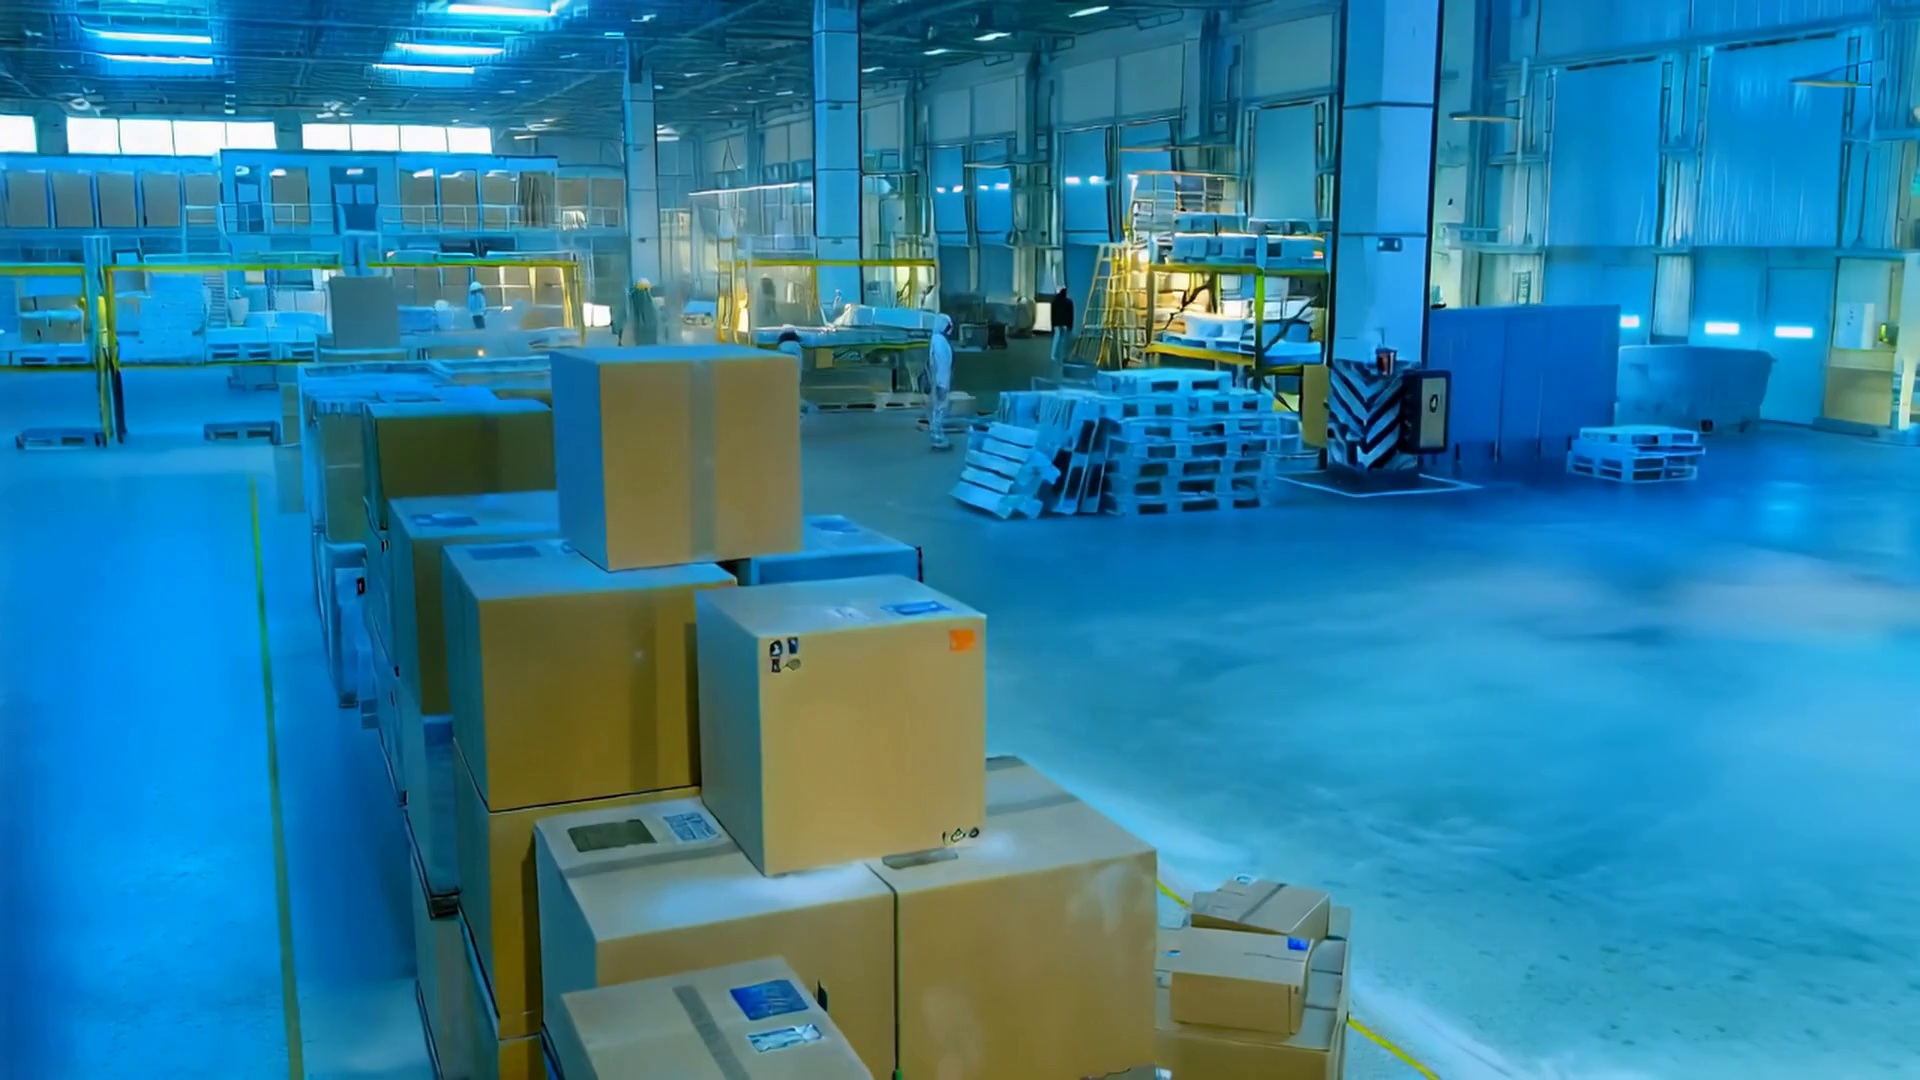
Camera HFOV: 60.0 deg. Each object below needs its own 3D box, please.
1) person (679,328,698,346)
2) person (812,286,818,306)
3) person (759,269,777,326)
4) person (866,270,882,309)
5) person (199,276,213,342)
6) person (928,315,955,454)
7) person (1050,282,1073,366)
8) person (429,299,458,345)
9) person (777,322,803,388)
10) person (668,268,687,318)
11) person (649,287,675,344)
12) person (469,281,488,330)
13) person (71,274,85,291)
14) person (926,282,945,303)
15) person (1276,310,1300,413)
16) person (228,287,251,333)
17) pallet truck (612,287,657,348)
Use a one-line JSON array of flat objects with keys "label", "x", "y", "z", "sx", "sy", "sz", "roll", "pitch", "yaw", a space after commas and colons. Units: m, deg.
[{"label": "person", "x": -3.479, "y": -1.809, "z": 21.514, "sx": 0.346, "sy": 1.846, "sz": 0.506, "roll": 2, "pitch": 10, "yaw": 8}, {"label": "person", "x": -3.981, "y": -6.468, "z": 47.462, "sx": 0.542, "sy": 1.755, "sz": 0.416, "roll": -5, "pitch": 12, "yaw": -27}, {"label": "person", "x": -6.604, "y": -8.268, "z": 56.746, "sx": 0.465, "sy": 1.970, "sz": 0.621, "roll": -7, "pitch": 13, "yaw": -35}, {"label": "person", "x": -2.987, "y": -8.419, "z": 57.746, "sx": 0.553, "sy": 1.923, "sz": 0.580, "roll": -2, "pitch": 11, "yaw": -12}, {"label": "person", "x": -21.915, "y": -6.682, "z": 48.146, "sx": 0.433, "sy": 1.922, "sz": 0.656, "roll": 7, "pitch": 12, "yaw": 33}, {"label": "person", "x": -0.254, "y": -2.188, "z": 23.339, "sx": 0.372, "sy": 1.940, "sz": 0.631, "roll": 1, "pitch": 10, "yaw": 3}, {"label": "person", "x": 2.409, "y": -5.105, "z": 39.310, "sx": 0.608, "sy": 1.987, "sz": 0.406, "roll": -5, "pitch": 12, "yaw": -27}, {"label": "person", "x": -10.243, "y": -3.848, "z": 32.868, "sx": 0.643, "sy": 1.803, "sz": 0.926, "roll": -10, "pitch": 14, "yaw": -43}, {"label": "person", "x": -2.582, "y": -2.439, "z": 25.280, "sx": 0.387, "sy": 1.728, "sz": 0.510, "roll": 10, "pitch": 14, "yaw": 43}, {"label": "person", "x": -10.406, "y": -9.111, "z": 61.550, "sx": 0.796, "sy": 1.923, "sz": 0.620, "roll": 0, "pitch": 10, "yaw": 2}, {"label": "person", "x": -8.441, "y": -6.295, "z": 46.783, "sx": 0.913, "sy": 1.645, "sz": 0.534, "roll": 8, "pitch": 13, "yaw": 39}, {"label": "person", "x": -13.351, "y": -6.249, "z": 46.023, "sx": 0.460, "sy": 1.826, "sz": 0.653, "roll": 5, "pitch": 11, "yaw": 26}, {"label": "person", "x": -27.693, "y": -7.384, "z": 52.107, "sx": 0.902, "sy": 1.896, "sz": 0.588, "roll": 5, "pitch": 11, "yaw": 26}, {"label": "person", "x": -0.737, "y": -6.886, "z": 49.263, "sx": 0.585, "sy": 1.929, "sz": 0.370, "roll": -2, "pitch": 10, "yaw": -9}, {"label": "person", "x": 5.399, "y": -2.883, "z": 27.341, "sx": 0.585, "sy": 1.875, "sz": 0.393, "roll": -7, "pitch": 12, "yaw": -32}, {"label": "person", "x": -17.406, "y": -5.189, "z": 40.198, "sx": 0.558, "sy": 1.817, "sz": 0.961, "roll": -2, "pitch": 11, "yaw": -12}, {"label": "pallet truck", "x": -6.464, "y": -4.406, "z": 35.401, "sx": 0.823, "sy": 1.965, "sz": 1.885, "roll": 6, "pitch": 12, "yaw": 32}]
